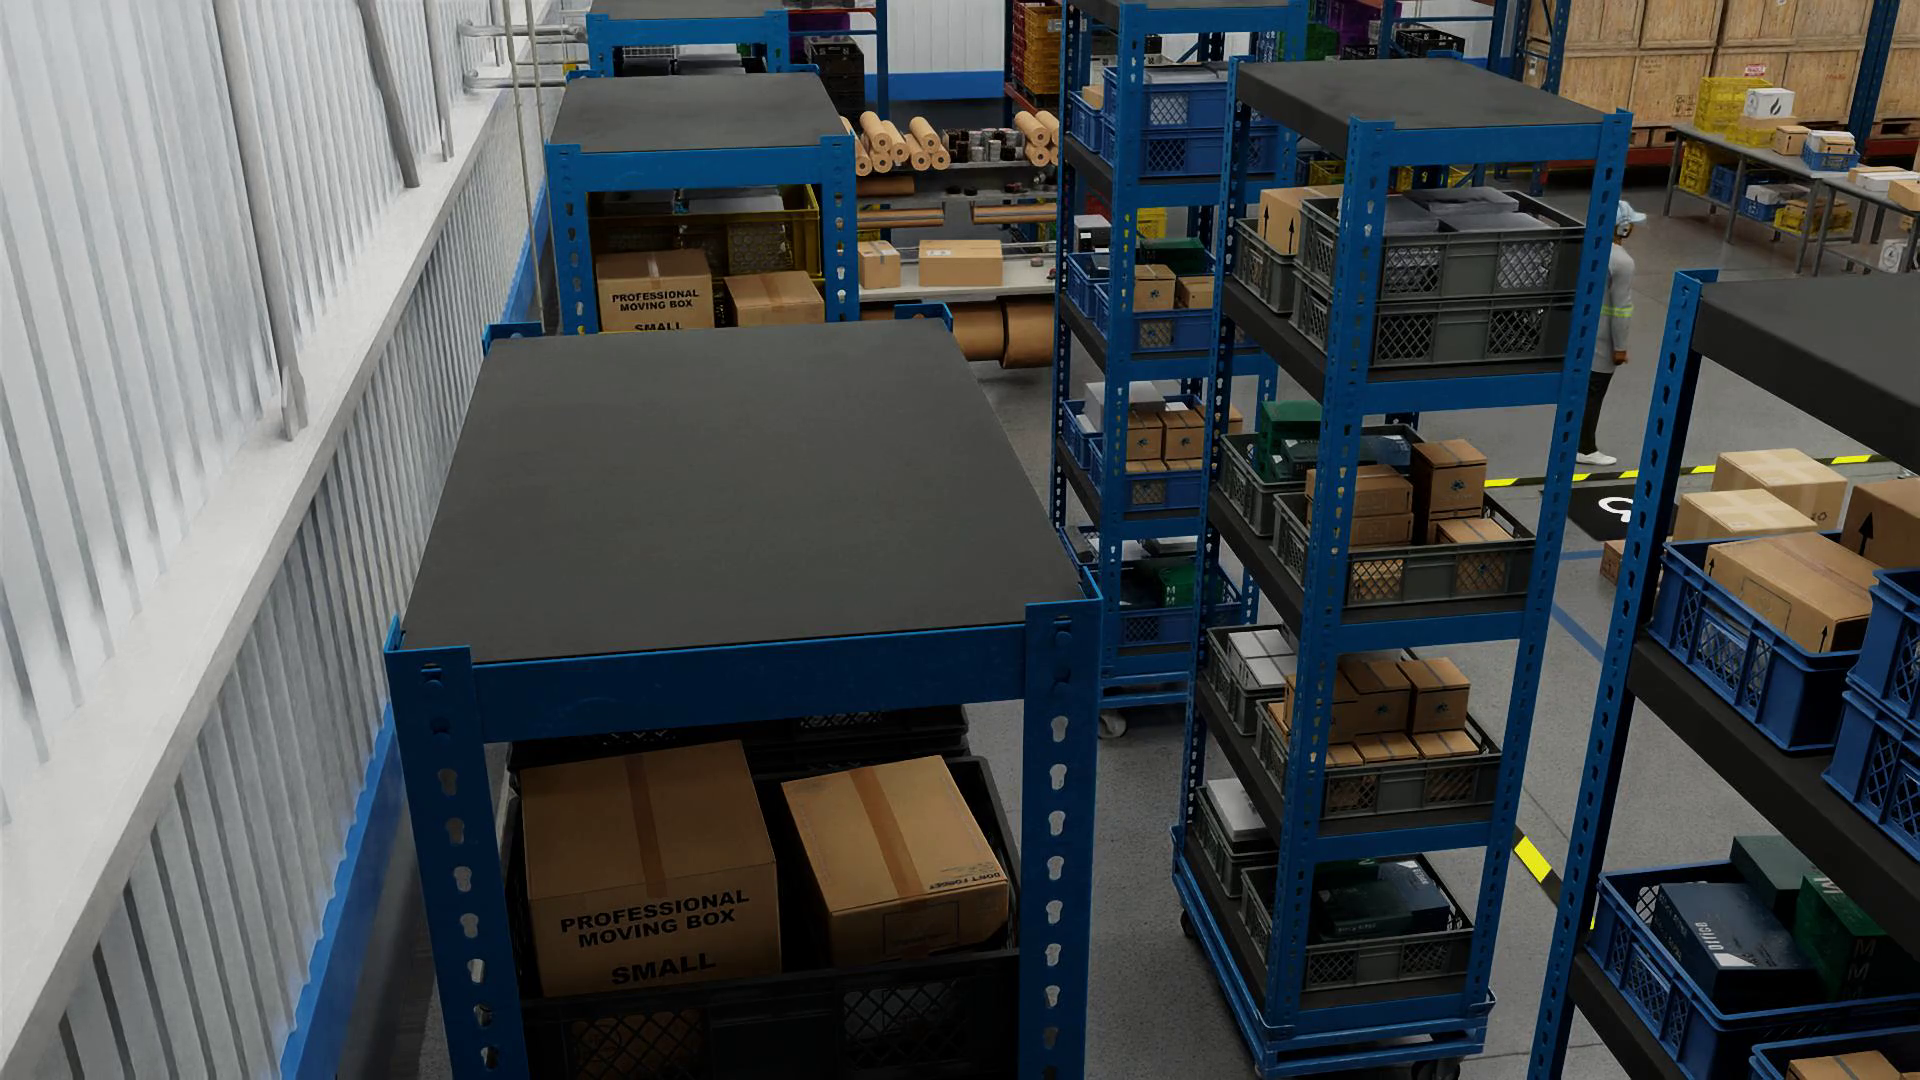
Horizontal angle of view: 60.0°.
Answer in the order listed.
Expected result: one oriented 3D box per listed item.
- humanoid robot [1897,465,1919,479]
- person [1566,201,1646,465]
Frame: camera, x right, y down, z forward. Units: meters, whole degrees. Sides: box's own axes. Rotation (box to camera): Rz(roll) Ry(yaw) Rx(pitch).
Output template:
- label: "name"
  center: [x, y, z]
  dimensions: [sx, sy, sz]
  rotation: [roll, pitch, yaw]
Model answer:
- label: "humanoid robot"
  center: [6.430, -1.138, 10.861]
  dimensions: [0.735, 1.673, 0.533]
  rotation: [-12, 27, -23]
- label: "person"
  center: [4.440, -1.432, 11.517]
  dimensions: [0.365, 1.852, 0.589]
  rotation: [-6, 25, -12]
